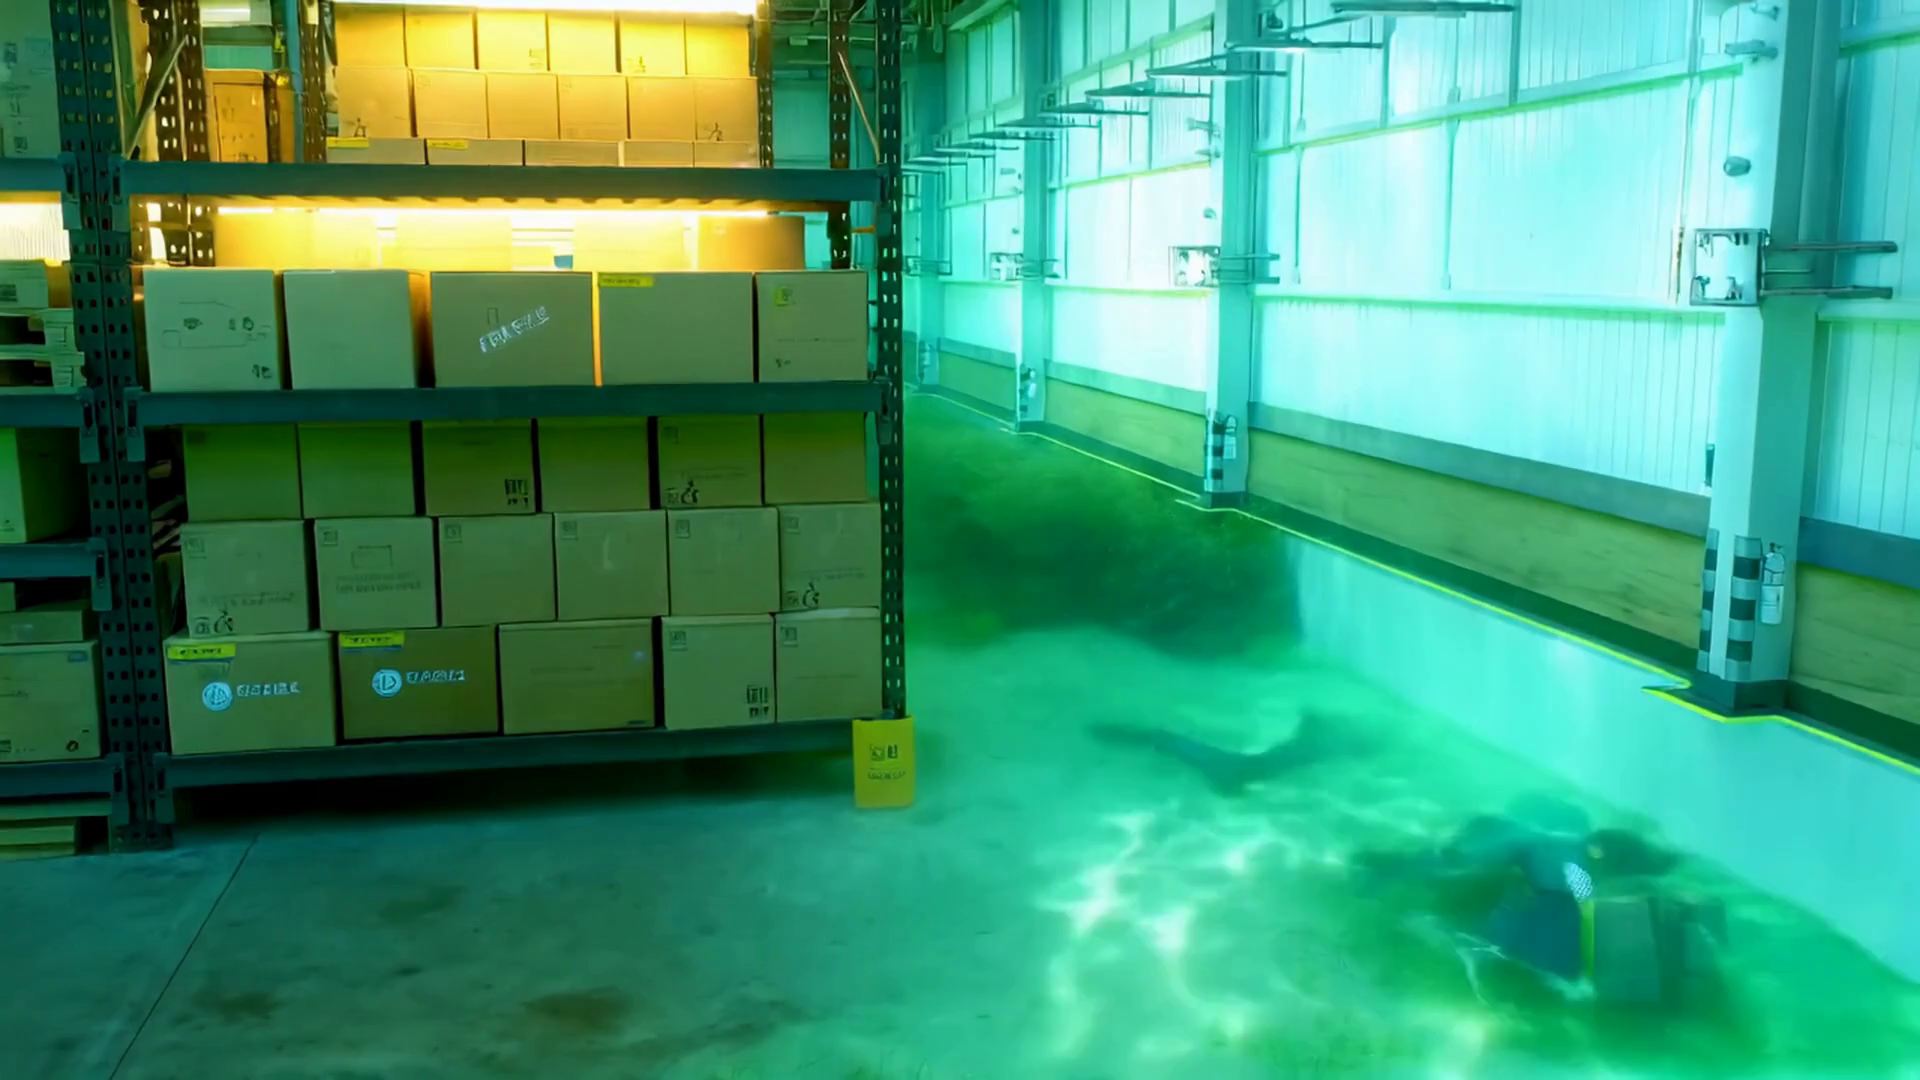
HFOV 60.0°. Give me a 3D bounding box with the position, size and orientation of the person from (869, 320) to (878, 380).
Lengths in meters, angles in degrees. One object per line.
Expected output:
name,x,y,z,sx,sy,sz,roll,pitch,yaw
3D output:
person,-2.212,-4.465,40.432,0.563,1.755,0.323,-2,10,-14
